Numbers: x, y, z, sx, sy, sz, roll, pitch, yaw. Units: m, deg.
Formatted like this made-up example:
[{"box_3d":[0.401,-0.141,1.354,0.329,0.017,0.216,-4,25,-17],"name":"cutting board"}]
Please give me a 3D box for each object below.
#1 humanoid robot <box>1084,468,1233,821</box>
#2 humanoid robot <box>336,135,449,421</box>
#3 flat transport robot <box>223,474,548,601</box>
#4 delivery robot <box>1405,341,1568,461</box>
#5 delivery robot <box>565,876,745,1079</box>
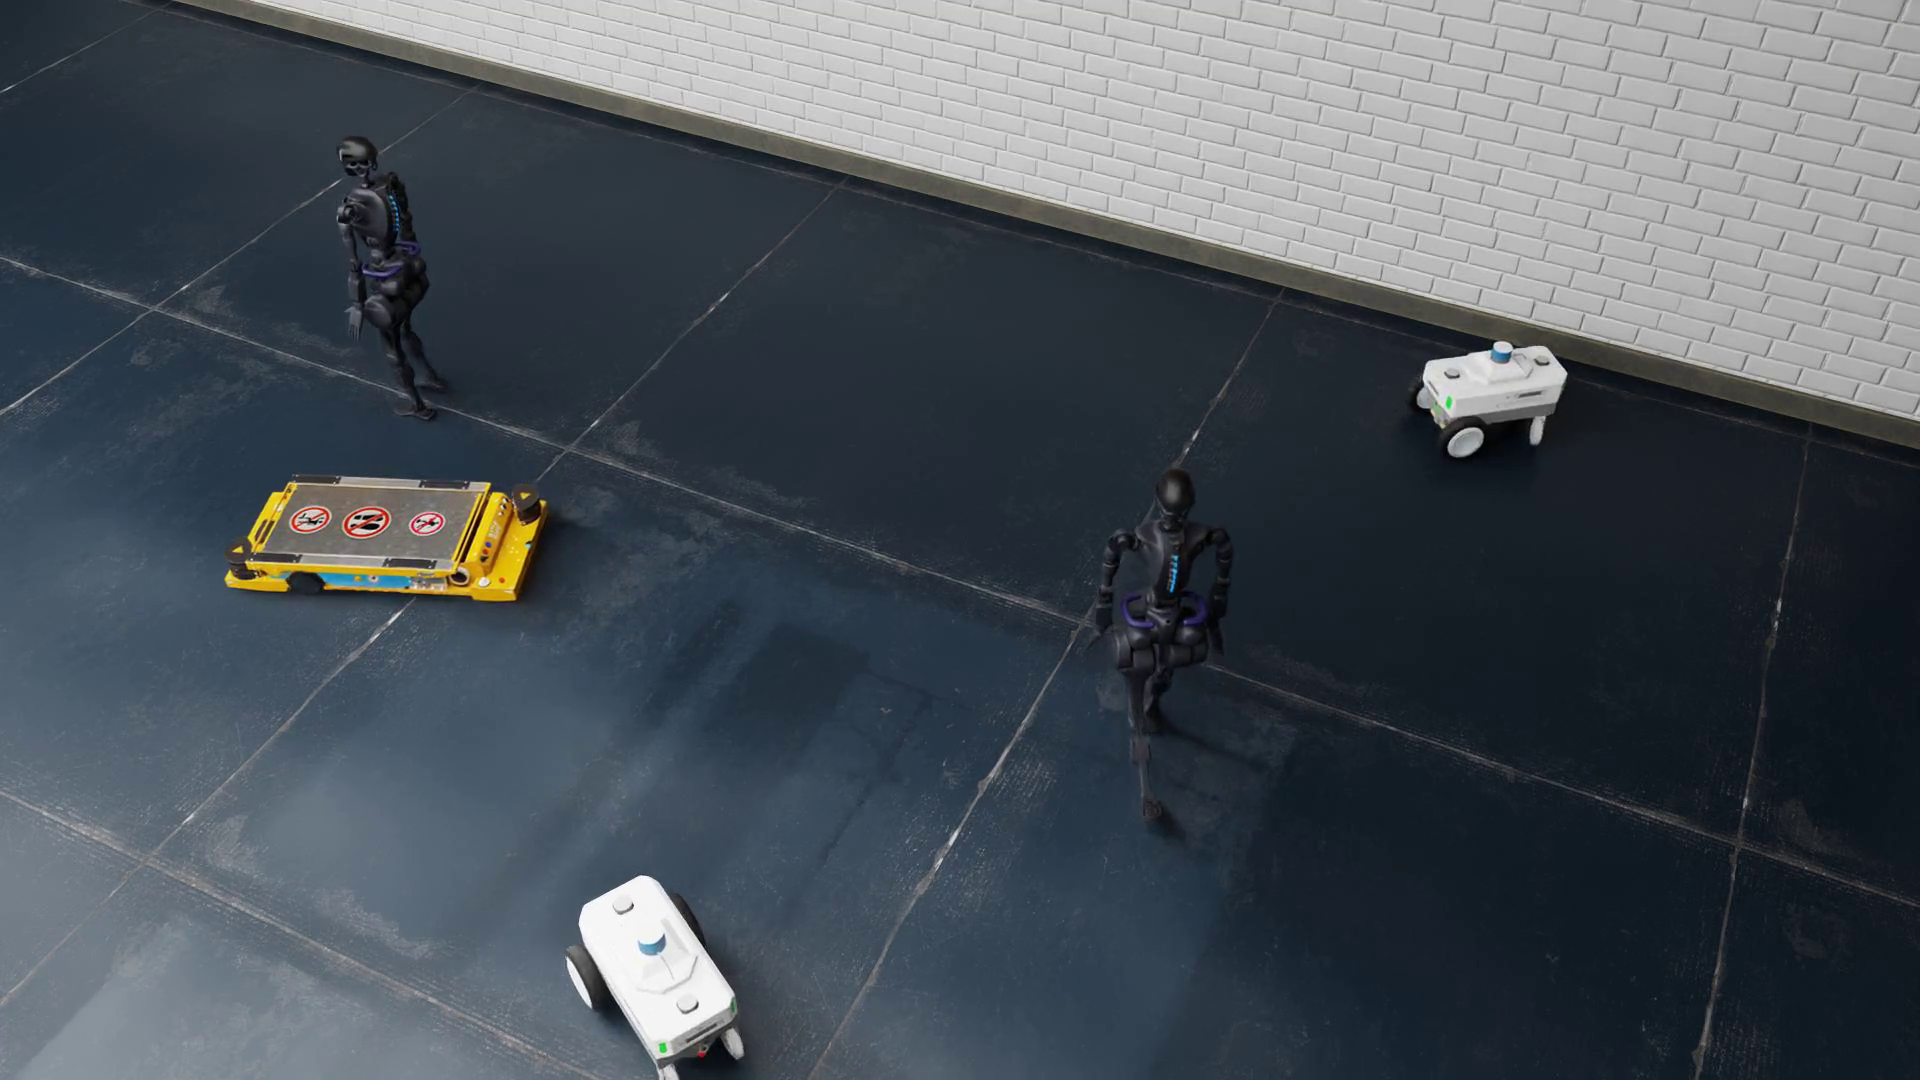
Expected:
[{"box_3d":[0.829,0.408,6.832,0.588,1.643,0.795,-4,43,-4],"name":"humanoid robot"},{"box_3d":[-2.974,-1.330,8.653,0.315,1.652,0.612,12,44,13],"name":"humanoid robot"},{"box_3d":[-2.841,-0.011,8.268,1.431,0.231,0.659,2,43,3],"name":"flat transport robot"},{"box_3d":[2.807,-0.781,8.900,0.783,0.611,0.504,-9,44,-9],"name":"delivery robot"},{"box_3d":[-1.130,1.644,6.260,0.499,0.580,0.756,-25,49,-25],"name":"delivery robot"}]
